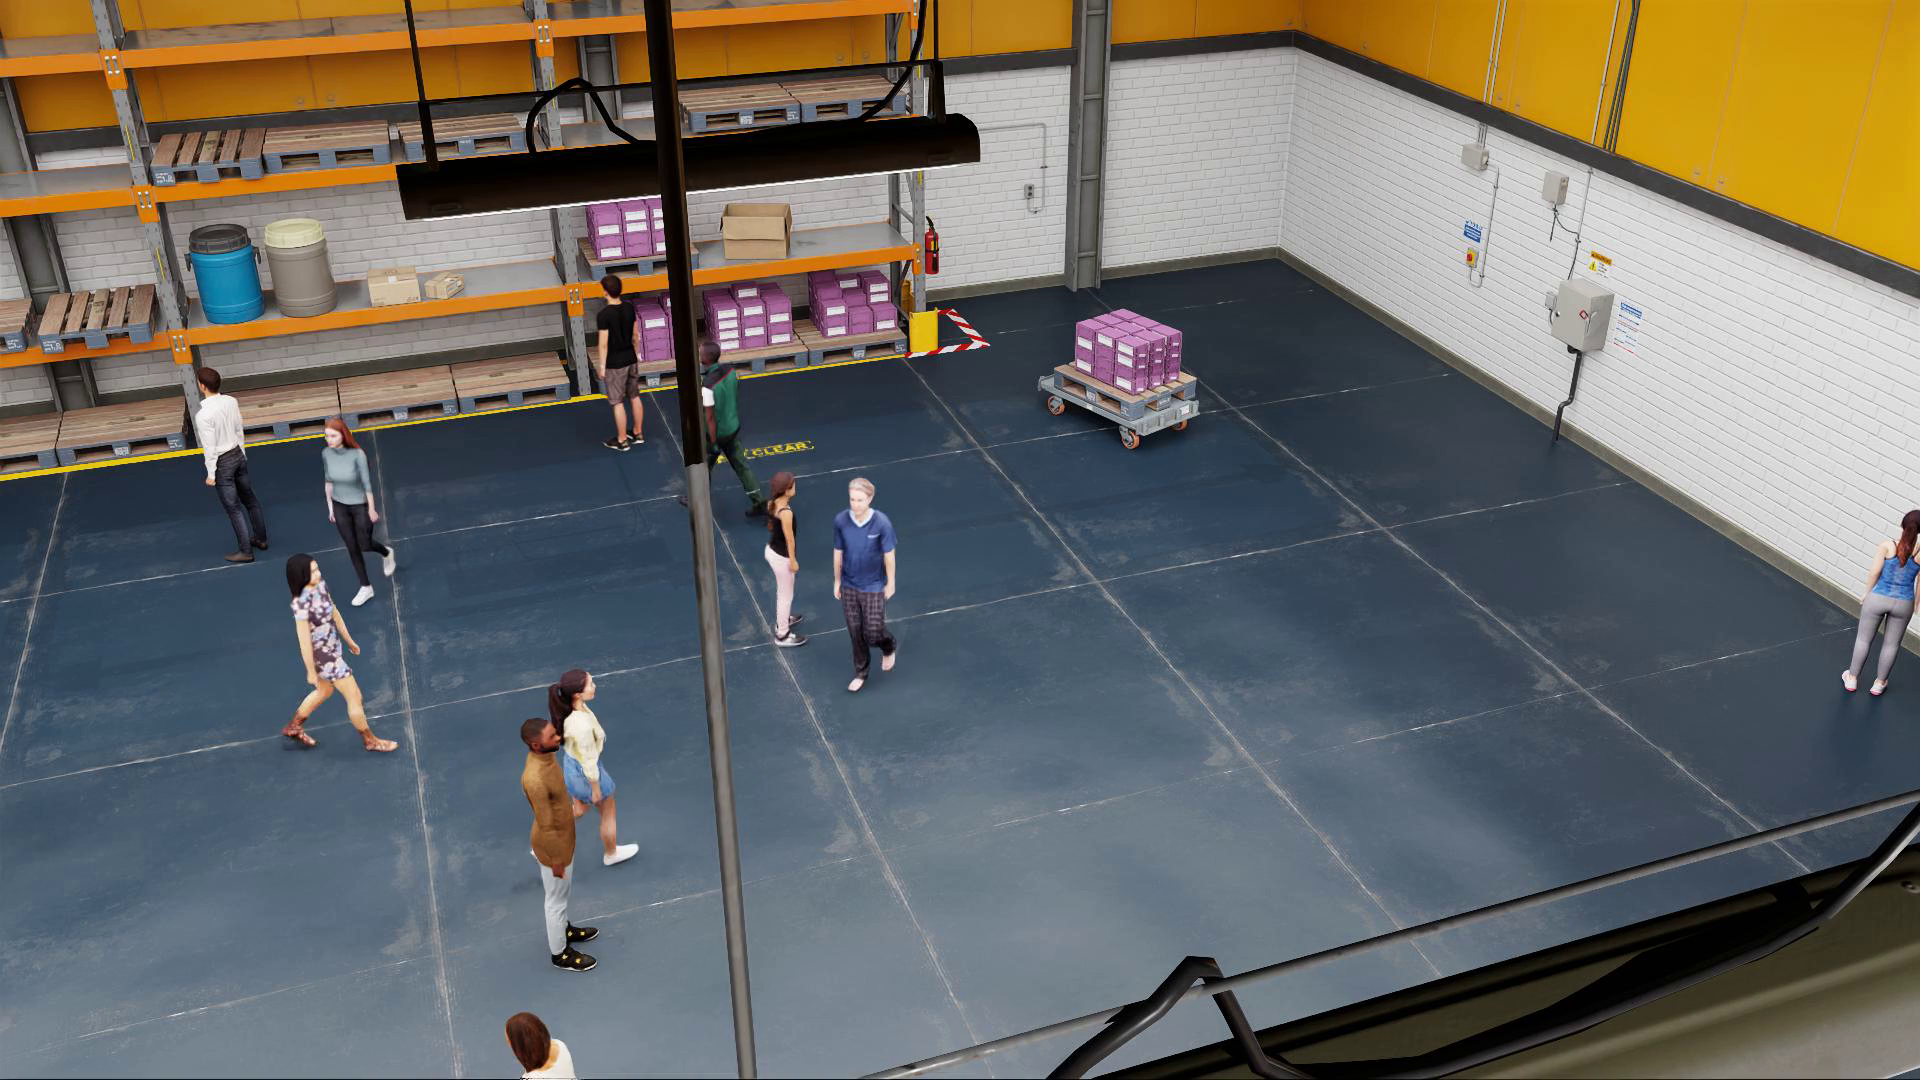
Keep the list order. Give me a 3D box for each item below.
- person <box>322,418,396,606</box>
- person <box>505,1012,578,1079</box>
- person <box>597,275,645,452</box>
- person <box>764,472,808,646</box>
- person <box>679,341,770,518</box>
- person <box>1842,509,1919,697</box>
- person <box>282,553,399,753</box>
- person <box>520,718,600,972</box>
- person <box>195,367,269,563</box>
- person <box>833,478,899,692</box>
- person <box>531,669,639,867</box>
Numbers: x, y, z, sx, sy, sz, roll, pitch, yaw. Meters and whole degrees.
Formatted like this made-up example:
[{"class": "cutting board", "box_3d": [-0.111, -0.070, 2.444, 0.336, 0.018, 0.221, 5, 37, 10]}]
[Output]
[{"class": "person", "box_3d": [-5.244, -0.296, 14.491, 0.889, 1.732, 0.904, 7, 29, 13]}, {"class": "person", "box_3d": [-1.946, 3.077, 8.387, 0.777, 1.657, 0.753, 5, 29, 9]}, {"class": "person", "box_3d": [-3.502, -1.834, 17.177, 0.822, 1.860, 0.724, 19, 34, 31]}, {"class": "person", "box_3d": [-1.504, 0.146, 13.864, 0.591, 1.558, 0.589, -10, 30, -18]}, {"class": "person", "box_3d": [-2.177, -0.995, 15.709, 1.241, 1.794, 1.229, 15, 32, 25]}, {"class": "person", "box_3d": [7.367, 0.488, 13.184, 0.645, 1.608, 0.708, 12, 31, 21]}, {"class": "person", "box_3d": [-4.807, 0.867, 12.396, 1.166, 1.698, 0.808, -2, 29, -4]}, {"class": "person", "box_3d": [-2.549, 1.881, 10.414, 0.613, 1.816, 0.683, -4, 29, -7]}, {"class": "person", "box_3d": [-6.629, -0.689, 15.068, 0.743, 1.871, 0.738, 7, 29, 13]}, {"class": "person", "box_3d": [-0.746, 0.311, 13.245, 0.857, 1.859, 0.917, 9, 30, 16]}, {"class": "person", "box_3d": [-2.588, 1.577, 11.176, 1.030, 1.619, 0.797, -18, 34, -30]}]
